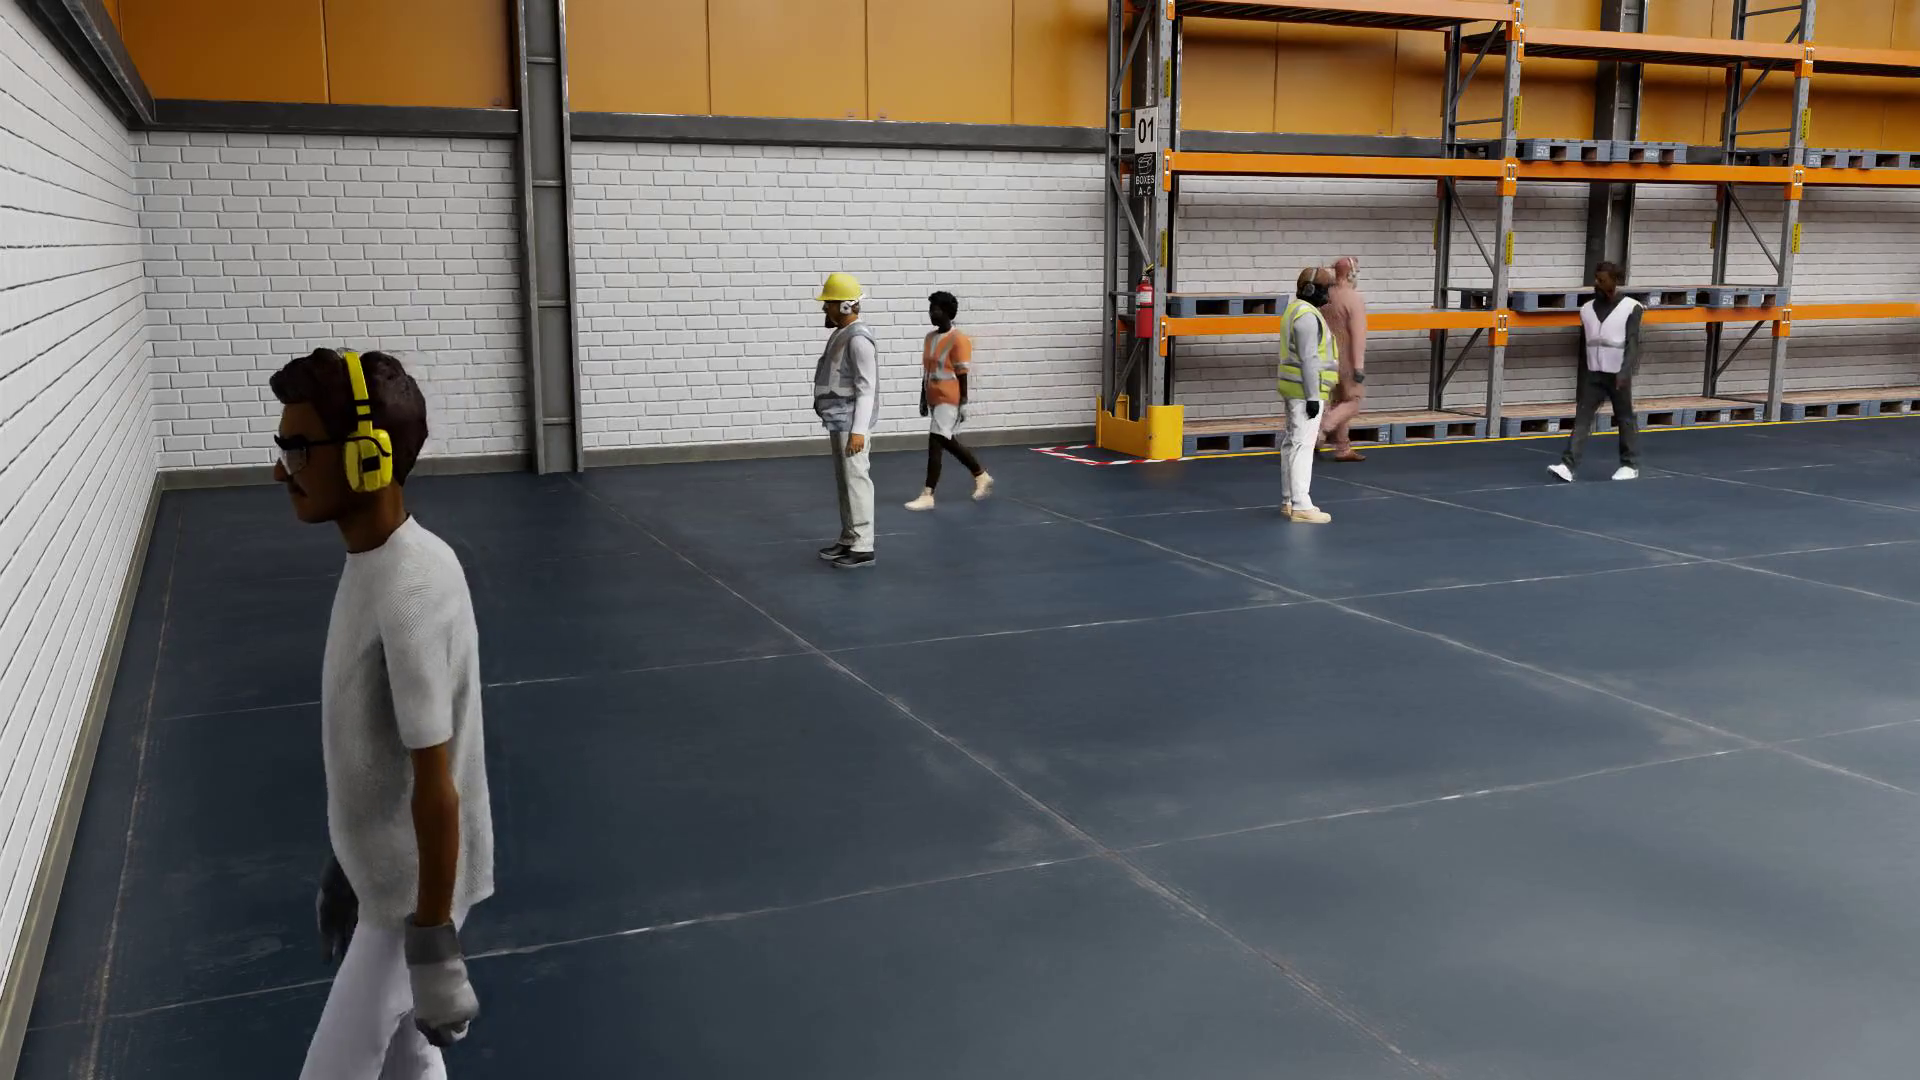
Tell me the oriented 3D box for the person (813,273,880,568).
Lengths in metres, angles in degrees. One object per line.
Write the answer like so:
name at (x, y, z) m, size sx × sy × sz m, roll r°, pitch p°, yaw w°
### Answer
person at (-0.711, -0.743, 10.380) m, size 0.404 × 1.830 × 0.601 m, roll -3°, pitch 11°, yaw -17°

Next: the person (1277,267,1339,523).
person at (2.526, -1.052, 12.094) m, size 0.430 × 1.838 × 0.619 m, roll 0°, pitch 10°, yaw 1°

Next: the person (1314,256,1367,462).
person at (3.449, -1.626, 15.119) m, size 0.611 × 1.891 × 0.662 m, roll -3°, pitch 11°, yaw -18°

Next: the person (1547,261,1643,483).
person at (5.406, -1.396, 13.972) m, size 1.048 × 1.852 × 0.594 m, roll -8°, pitch 13°, yaw -37°

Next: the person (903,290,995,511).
person at (-0.068, -1.074, 12.699) m, size 0.816 × 1.663 × 0.536 m, roll -6°, pitch 12°, yaw -30°

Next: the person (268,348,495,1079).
person at (-0.979, 0.605, 2.809) m, size 0.376 × 1.855 × 0.526 m, roll -3°, pitch 11°, yaw -17°
